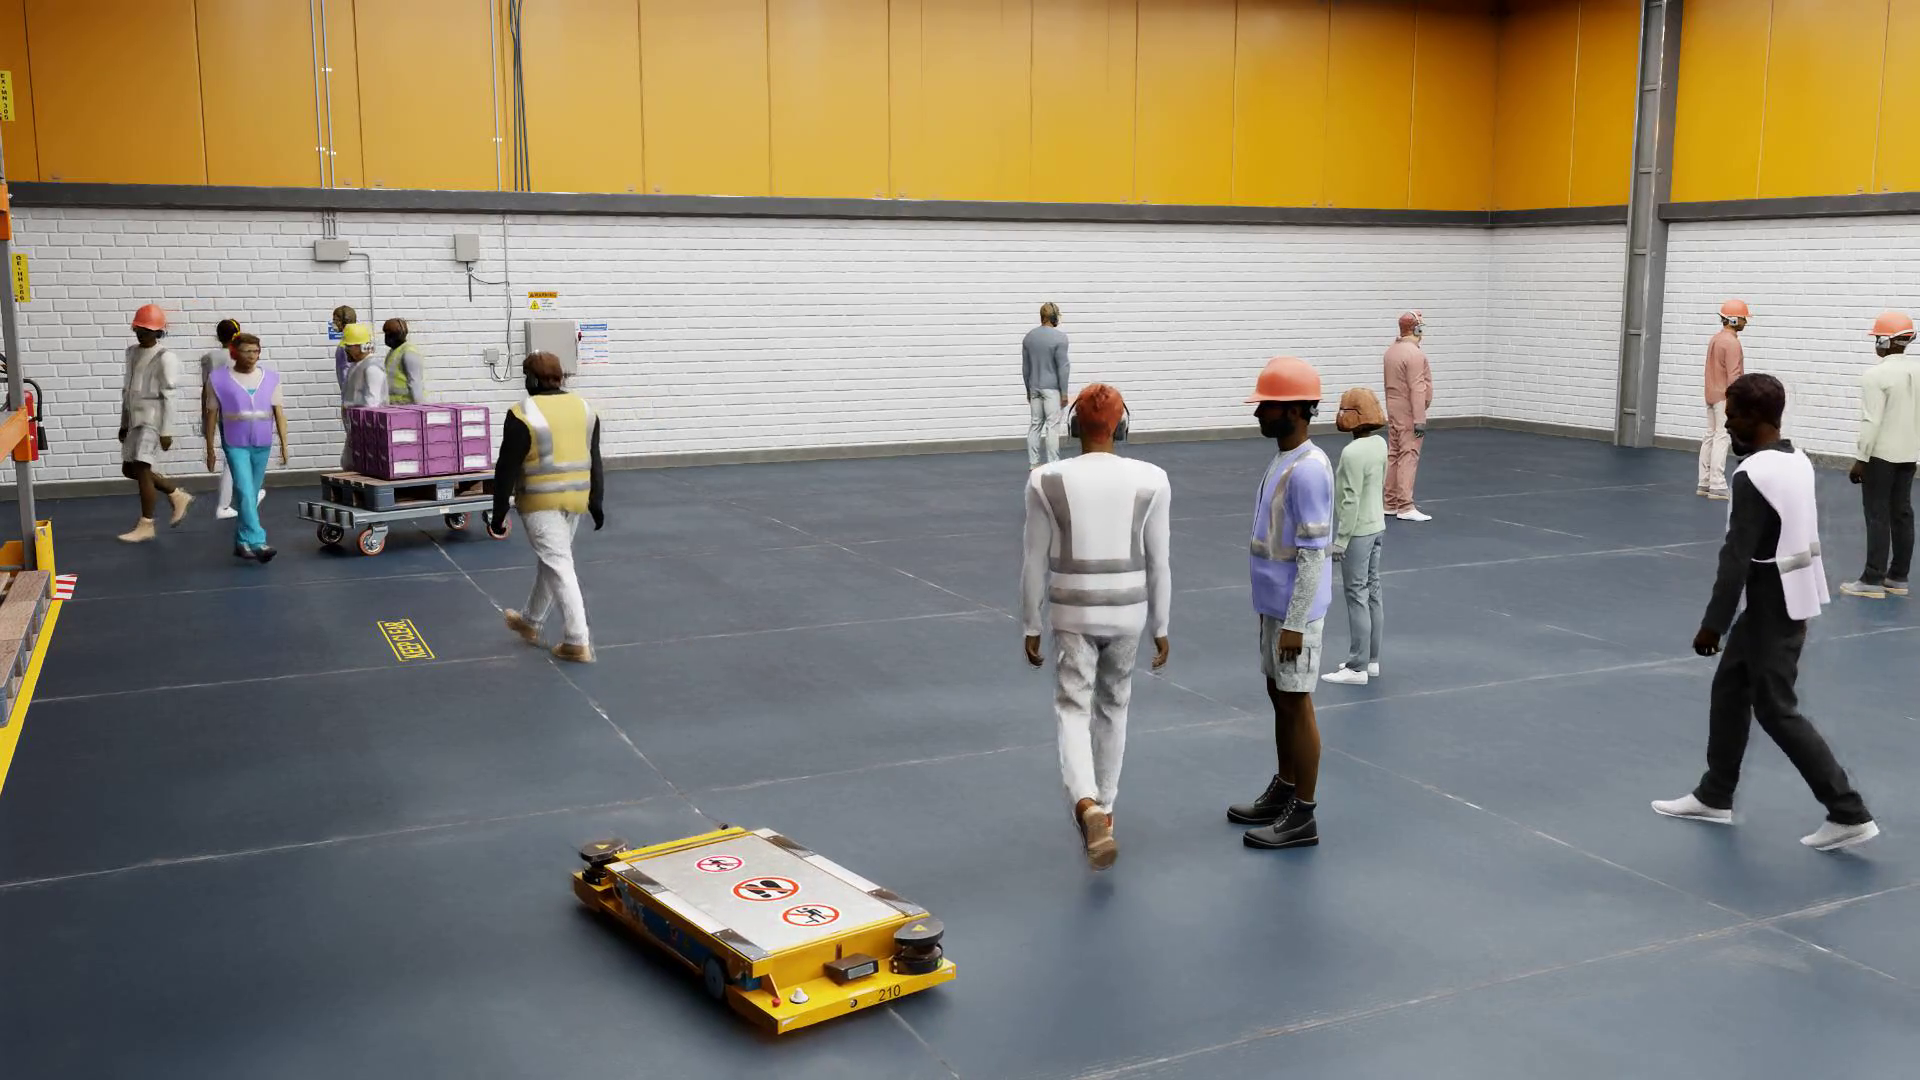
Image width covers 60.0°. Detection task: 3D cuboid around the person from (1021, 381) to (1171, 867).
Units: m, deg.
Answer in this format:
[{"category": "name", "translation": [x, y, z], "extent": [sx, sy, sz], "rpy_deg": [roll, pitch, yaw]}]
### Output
[{"category": "person", "translation": [0.530, 0.322, 6.415], "extent": [0.583, 1.853, 0.836], "rpy_deg": [0, 9, -2]}]

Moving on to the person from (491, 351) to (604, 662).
[{"category": "person", "translation": [-2.491, -0.208, 9.816], "extent": [0.932, 1.795, 0.658], "rpy_deg": [6, 11, 35]}]

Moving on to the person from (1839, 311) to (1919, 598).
[{"category": "person", "translation": [6.447, -0.591, 11.595], "extent": [0.612, 1.994, 0.395], "rpy_deg": [-4, 10, -24]}]

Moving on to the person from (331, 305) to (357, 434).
[{"category": "person", "translation": [-6.233, -1.441, 17.084], "extent": [0.370, 1.933, 0.628], "rpy_deg": [-2, 9, -14]}]

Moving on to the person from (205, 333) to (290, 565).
[{"category": "person", "translation": [-5.494, -0.703, 12.920], "extent": [0.965, 1.783, 0.562], "rpy_deg": [8, 12, 42]}]

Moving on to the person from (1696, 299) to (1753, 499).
[{"category": "person", "translation": [7.680, -1.412, 16.684], "extent": [0.396, 1.992, 0.619], "rpy_deg": [1, 9, 4]}]

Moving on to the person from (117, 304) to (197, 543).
[{"category": "person", "translation": [-6.851, -0.990, 14.046], "extent": [0.649, 2.000, 0.686], "rpy_deg": [6, 11, 35]}]

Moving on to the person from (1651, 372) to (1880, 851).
[{"category": "person", "translation": [3.245, 0.281, 6.552], "extent": [0.833, 1.881, 0.606], "rpy_deg": [7, 11, 35]}]

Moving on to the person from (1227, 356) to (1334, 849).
[{"category": "person", "translation": [1.276, 0.247, 6.569], "extent": [0.360, 1.938, 0.545], "rpy_deg": [0, 9, -1]}]

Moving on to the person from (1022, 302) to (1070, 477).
[{"category": "person", "translation": [0.948, -1.633, 18.236], "extent": [0.374, 1.939, 0.628], "rpy_deg": [-9, 13, -44]}]

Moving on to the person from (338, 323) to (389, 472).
[{"category": "person", "translation": [-5.350, -1.039, 14.954], "extent": [0.428, 1.804, 0.595], "rpy_deg": [-7, 12, -37]}]

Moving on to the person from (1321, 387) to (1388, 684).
[{"category": "person", "translation": [2.190, -0.021, 9.173], "extent": [0.279, 1.634, 0.499], "rpy_deg": [6, 11, 33]}]

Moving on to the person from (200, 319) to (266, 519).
[{"category": "person", "translation": [-6.744, -1.141, 15.548], "extent": [0.526, 1.822, 0.927], "rpy_deg": [2, 9, 12]}]

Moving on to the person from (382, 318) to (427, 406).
[{"category": "person", "translation": [-5.525, -1.239, 16.166], "extent": [0.791, 1.811, 0.694], "rpy_deg": [-5, 10, -27]}]

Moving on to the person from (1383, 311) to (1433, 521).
[{"category": "person", "translation": [4.115, -1.135, 15.229], "extent": [0.409, 1.911, 0.651], "rpy_deg": [-1, 9, -8]}]

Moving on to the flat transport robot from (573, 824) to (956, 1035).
[{"category": "flat transport robot", "translation": [-0.699, 1.238, 5.577], "extent": [0.652, 0.197, 1.431], "rpy_deg": [-7, 11, -36]}]
